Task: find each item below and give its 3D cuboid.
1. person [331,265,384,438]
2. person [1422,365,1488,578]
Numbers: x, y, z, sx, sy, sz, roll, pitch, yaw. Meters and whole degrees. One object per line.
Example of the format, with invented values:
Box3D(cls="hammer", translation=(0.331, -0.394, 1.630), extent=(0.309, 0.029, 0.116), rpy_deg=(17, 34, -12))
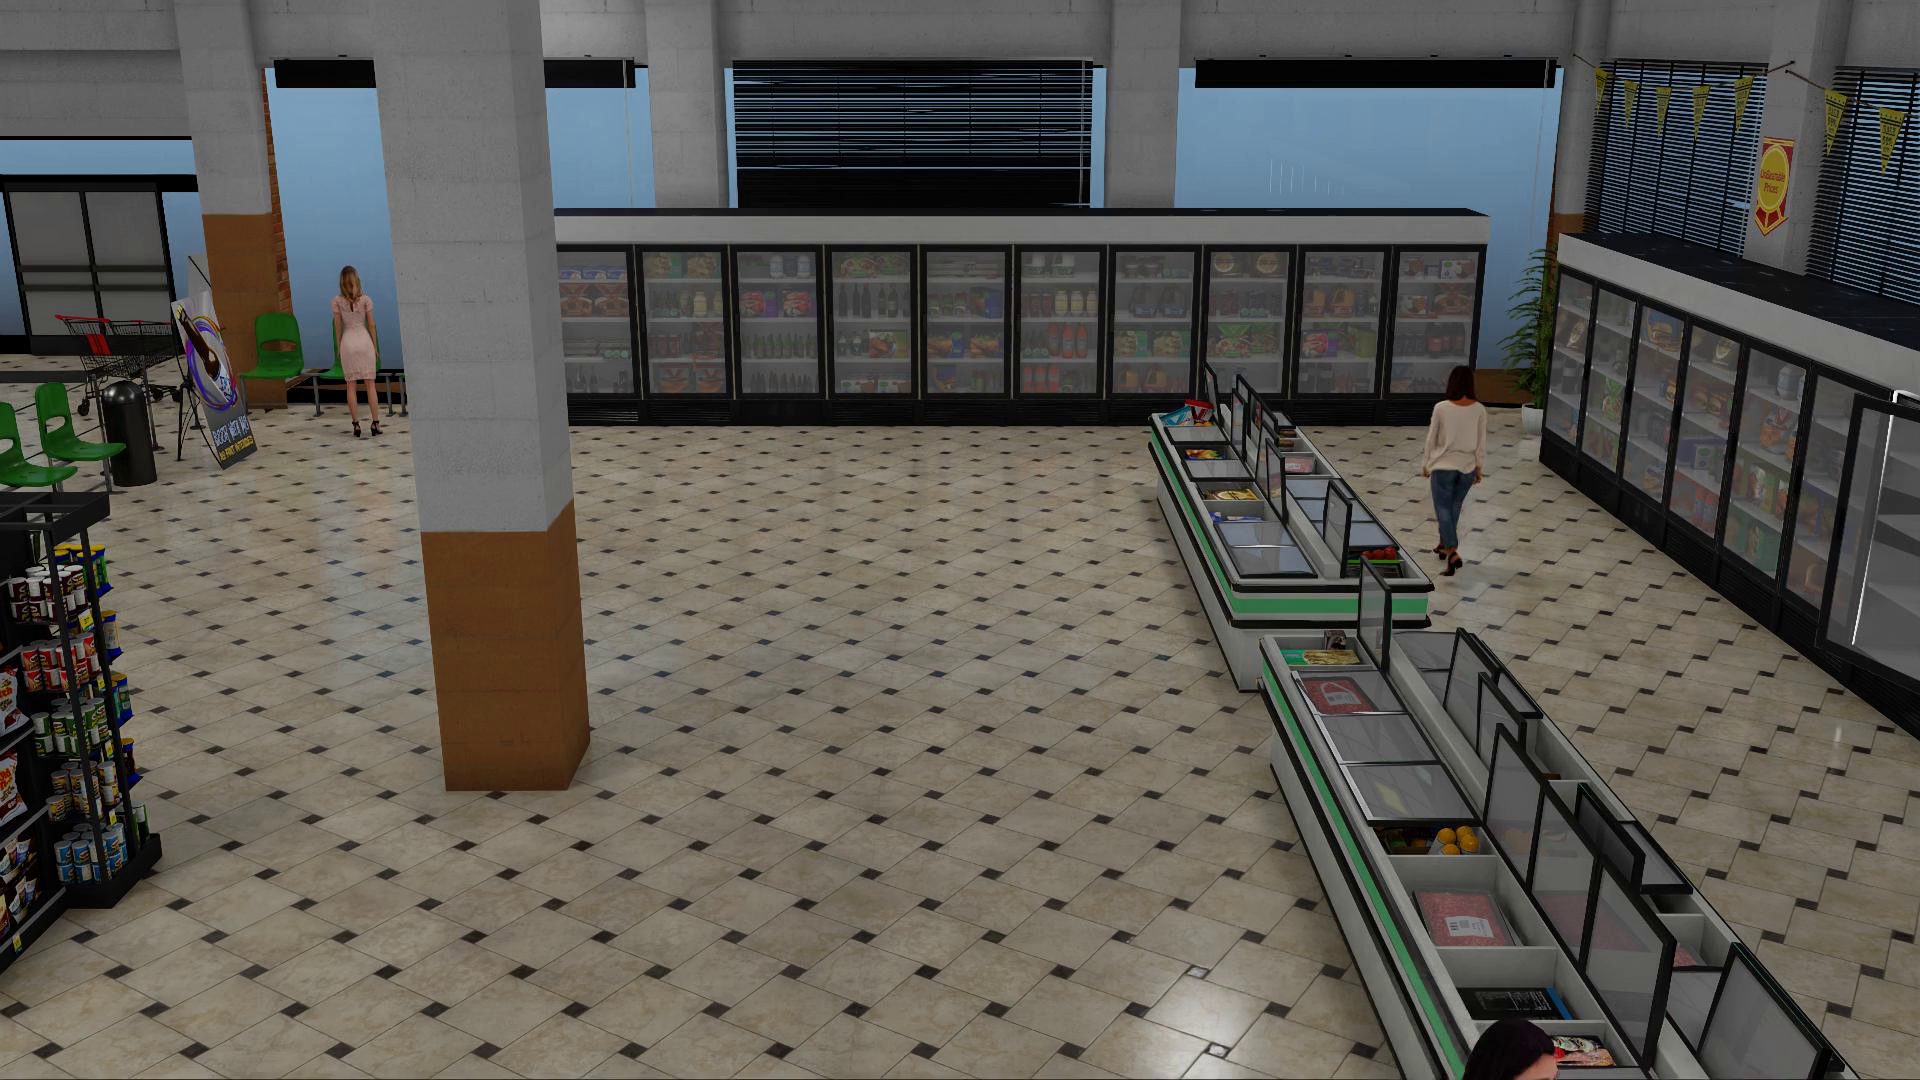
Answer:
Box3D(cls="person", translation=(-6.454, -2.017, 17.788), extent=(0.626, 1.829, 0.591), rpy_deg=(-5, 17, -15))
Box3D(cls="person", translation=(3.921, -0.519, 13.170), extent=(0.611, 1.646, 1.054), rpy_deg=(0, 17, 0))
